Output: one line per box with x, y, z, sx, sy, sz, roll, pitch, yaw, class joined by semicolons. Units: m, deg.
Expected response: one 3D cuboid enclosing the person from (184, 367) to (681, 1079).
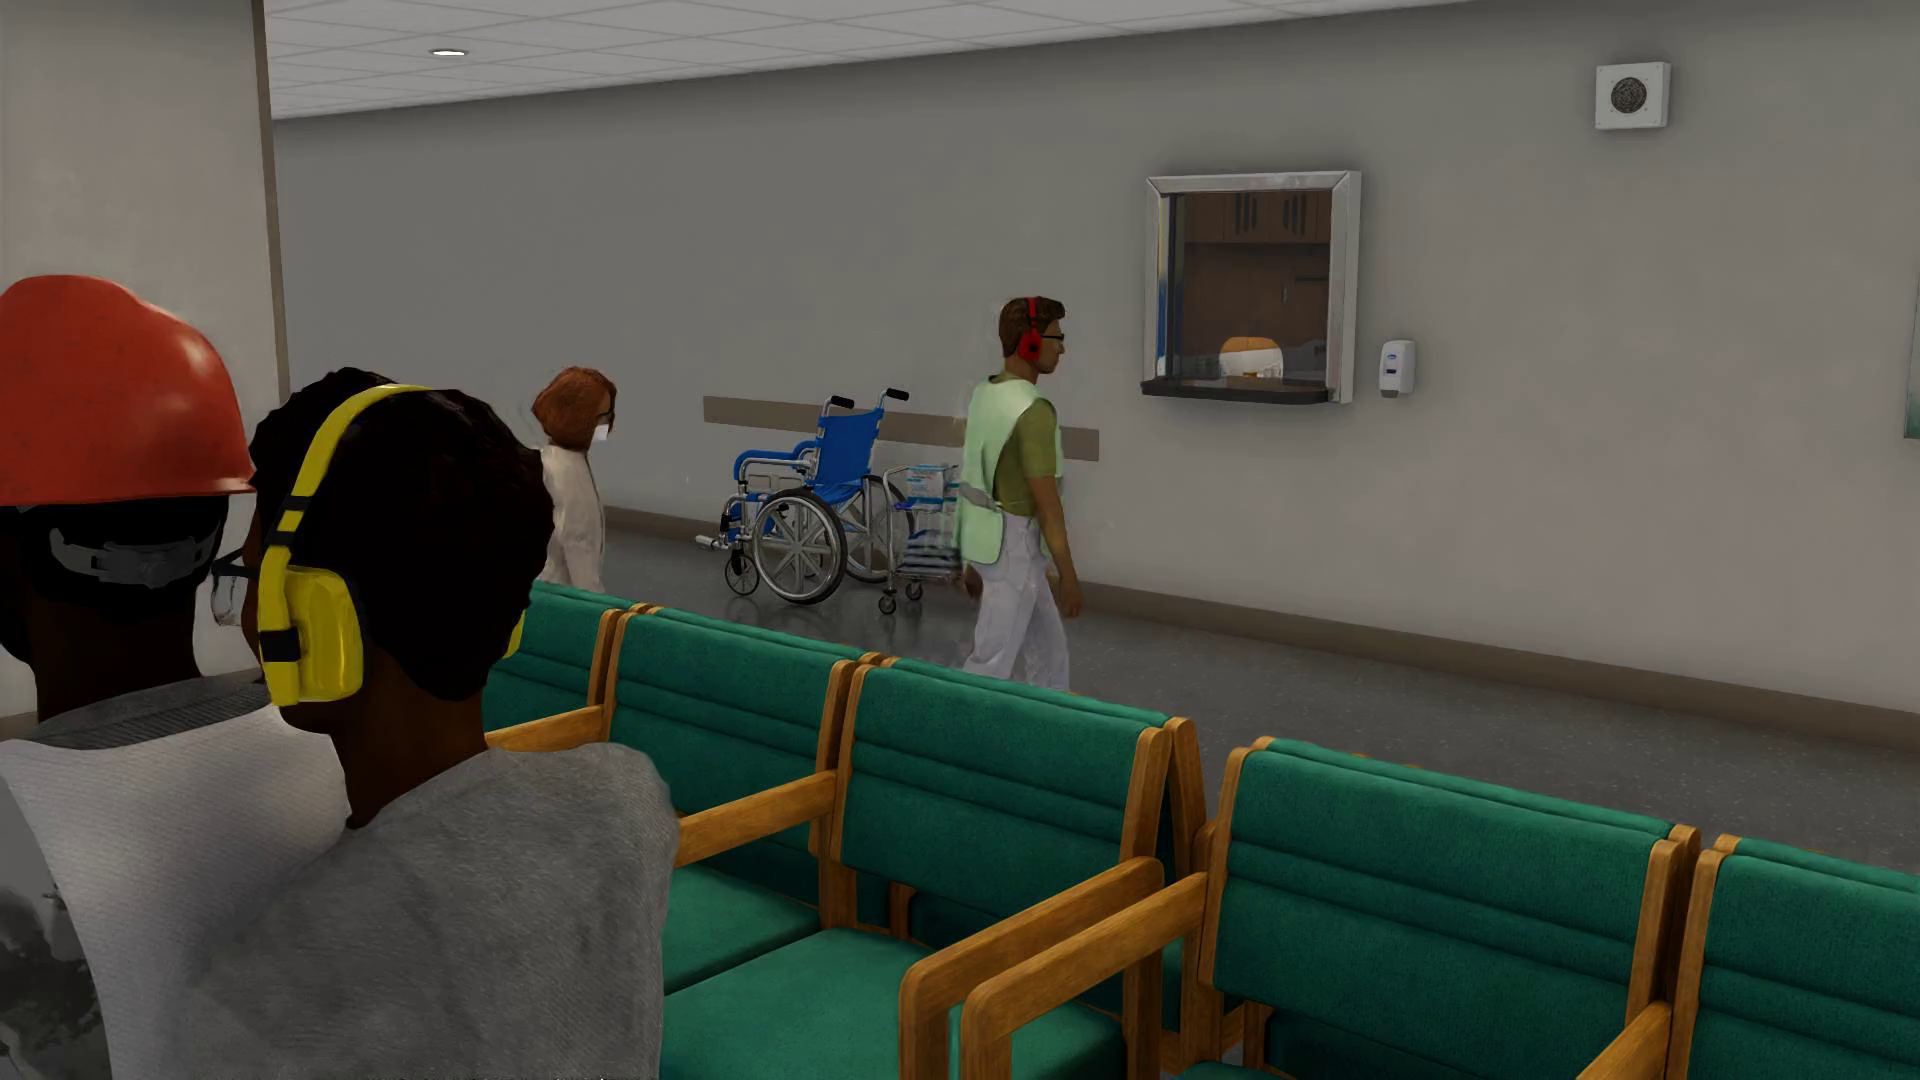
-0.401;0.803;1.341;0.333;1.869;0.520;4;11;20;person

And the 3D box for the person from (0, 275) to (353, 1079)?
-0.674;0.752;1.432;0.372;1.935;0.551;6;11;30;person
